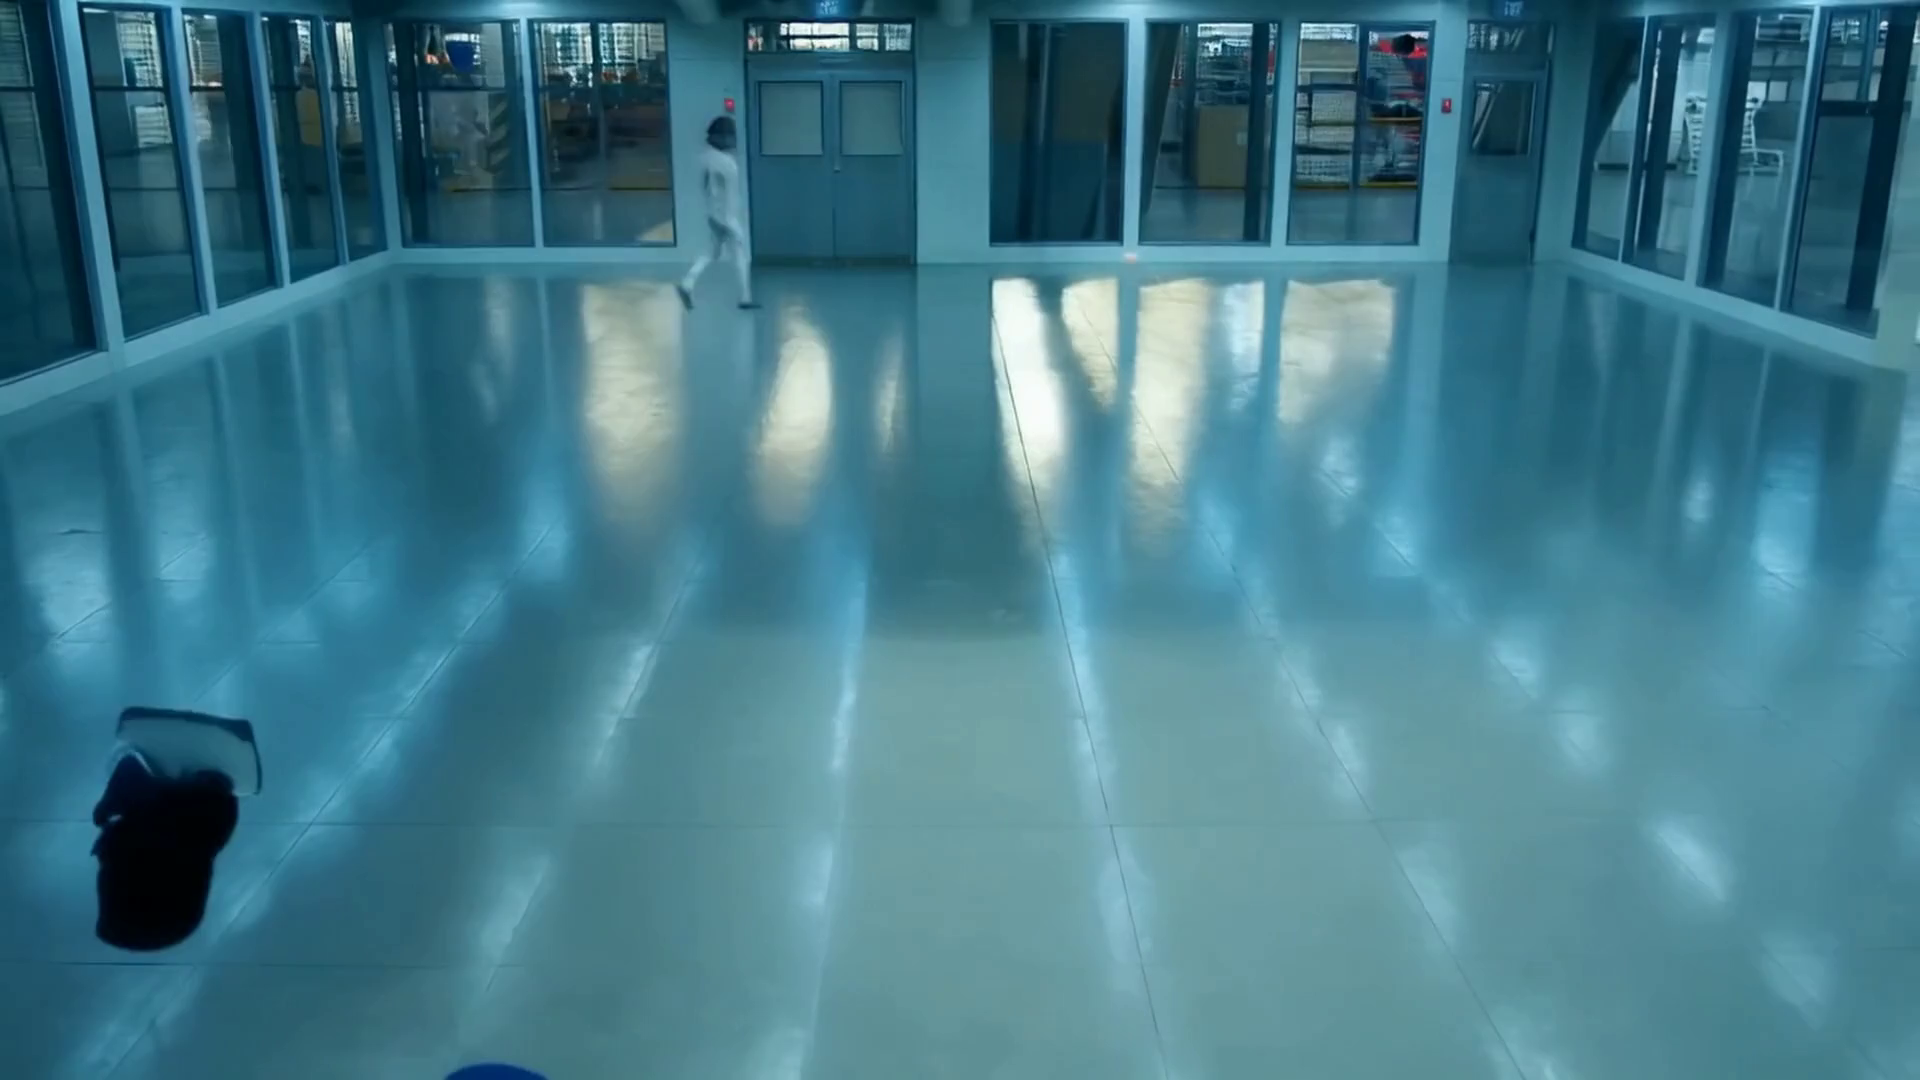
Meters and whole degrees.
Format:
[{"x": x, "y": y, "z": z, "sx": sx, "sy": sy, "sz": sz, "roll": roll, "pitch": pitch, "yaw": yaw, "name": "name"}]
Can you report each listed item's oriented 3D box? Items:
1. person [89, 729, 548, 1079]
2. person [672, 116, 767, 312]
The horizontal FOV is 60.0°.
[{"x": -0.462, "y": 0.907, "z": 1.093, "sx": 0.535, "sy": 1.868, "sz": 0.309, "roll": -8, "pitch": 18, "yaw": -26, "name": "person"}, {"x": -2.008, "y": -2.672, "z": 13.713, "sx": 0.716, "sy": 1.607, "sz": 0.499, "roll": -10, "pitch": 19, "yaw": -30, "name": "person"}]
